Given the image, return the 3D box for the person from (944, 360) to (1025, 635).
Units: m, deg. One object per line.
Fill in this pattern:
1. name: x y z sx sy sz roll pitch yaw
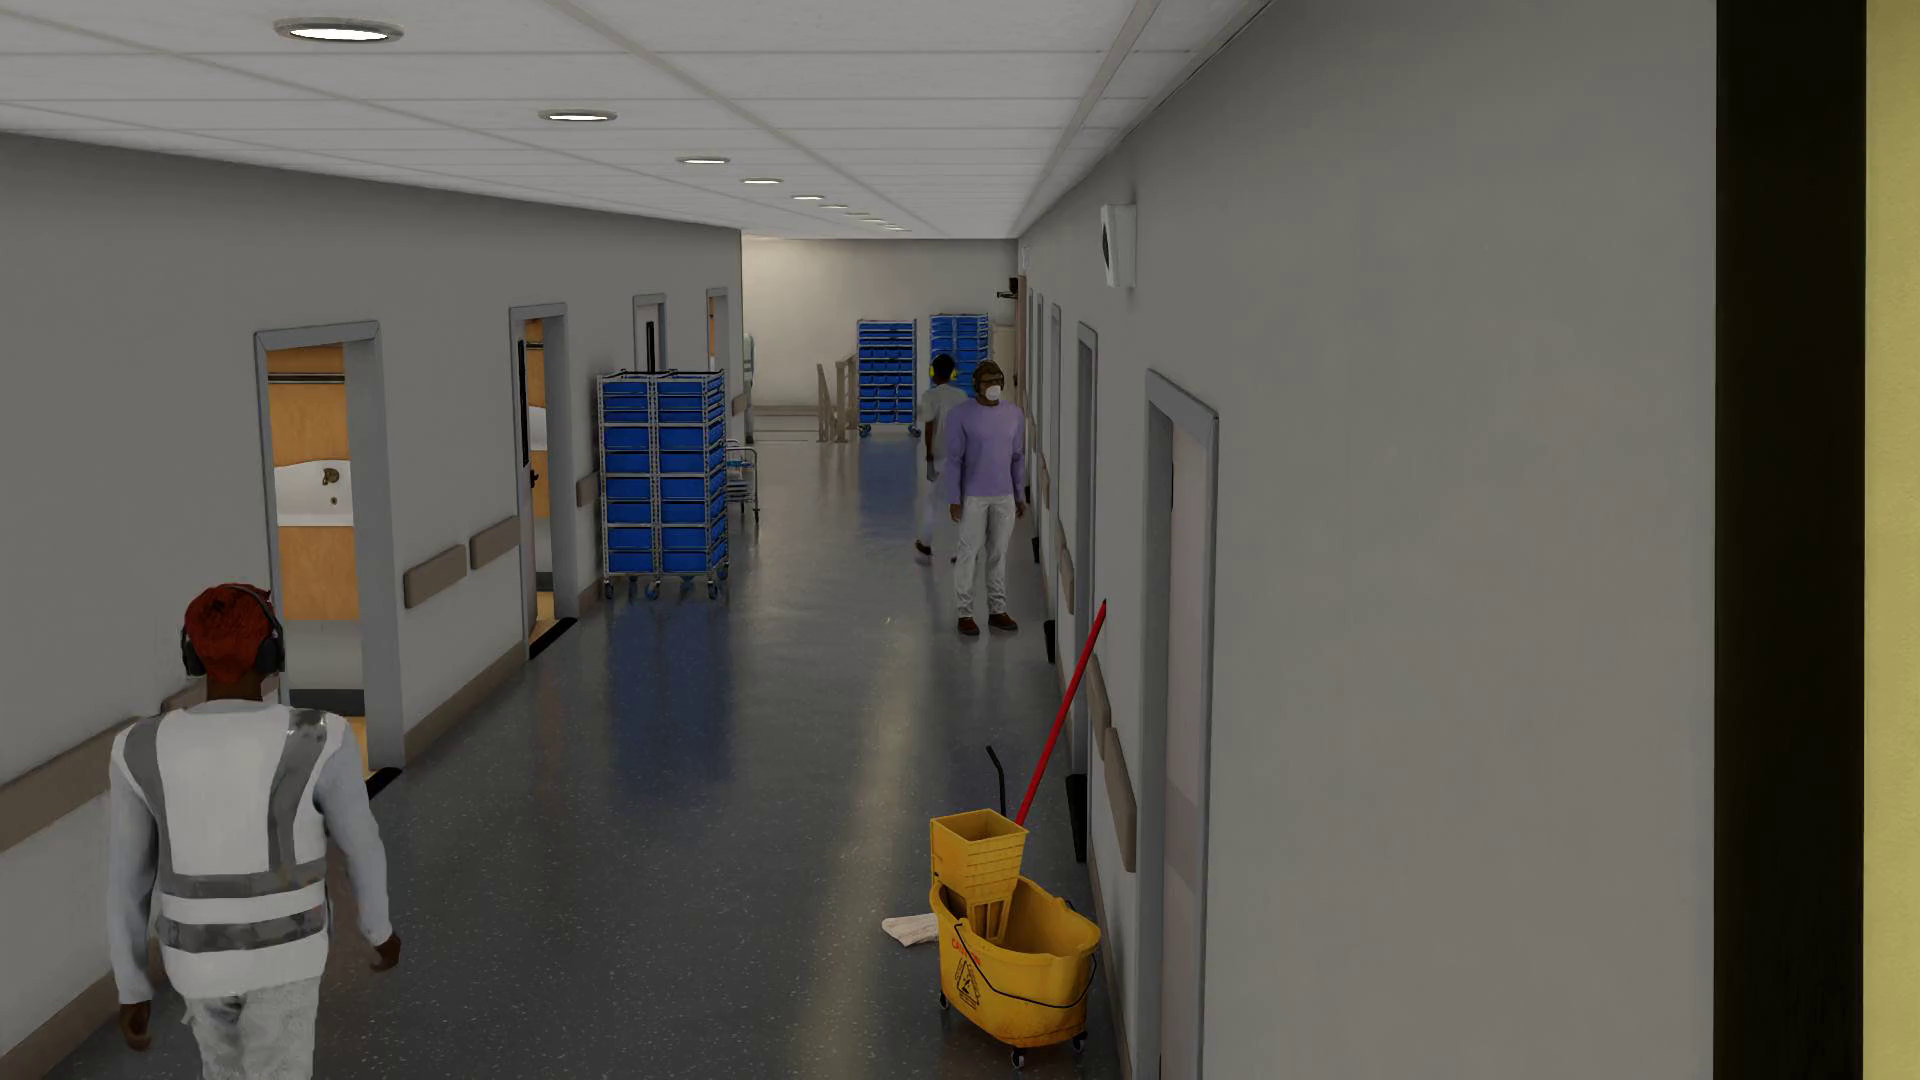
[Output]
1. person: 0.192 -0.304 11.793 0.628 1.940 0.373 -5 11 -27

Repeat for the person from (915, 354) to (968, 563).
1. person: -0.147 -0.711 14.598 0.549 1.816 0.958 -5 11 -30

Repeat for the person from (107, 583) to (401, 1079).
1. person: -1.735 1.015 4.171 0.590 1.842 0.921 0 9 -2
